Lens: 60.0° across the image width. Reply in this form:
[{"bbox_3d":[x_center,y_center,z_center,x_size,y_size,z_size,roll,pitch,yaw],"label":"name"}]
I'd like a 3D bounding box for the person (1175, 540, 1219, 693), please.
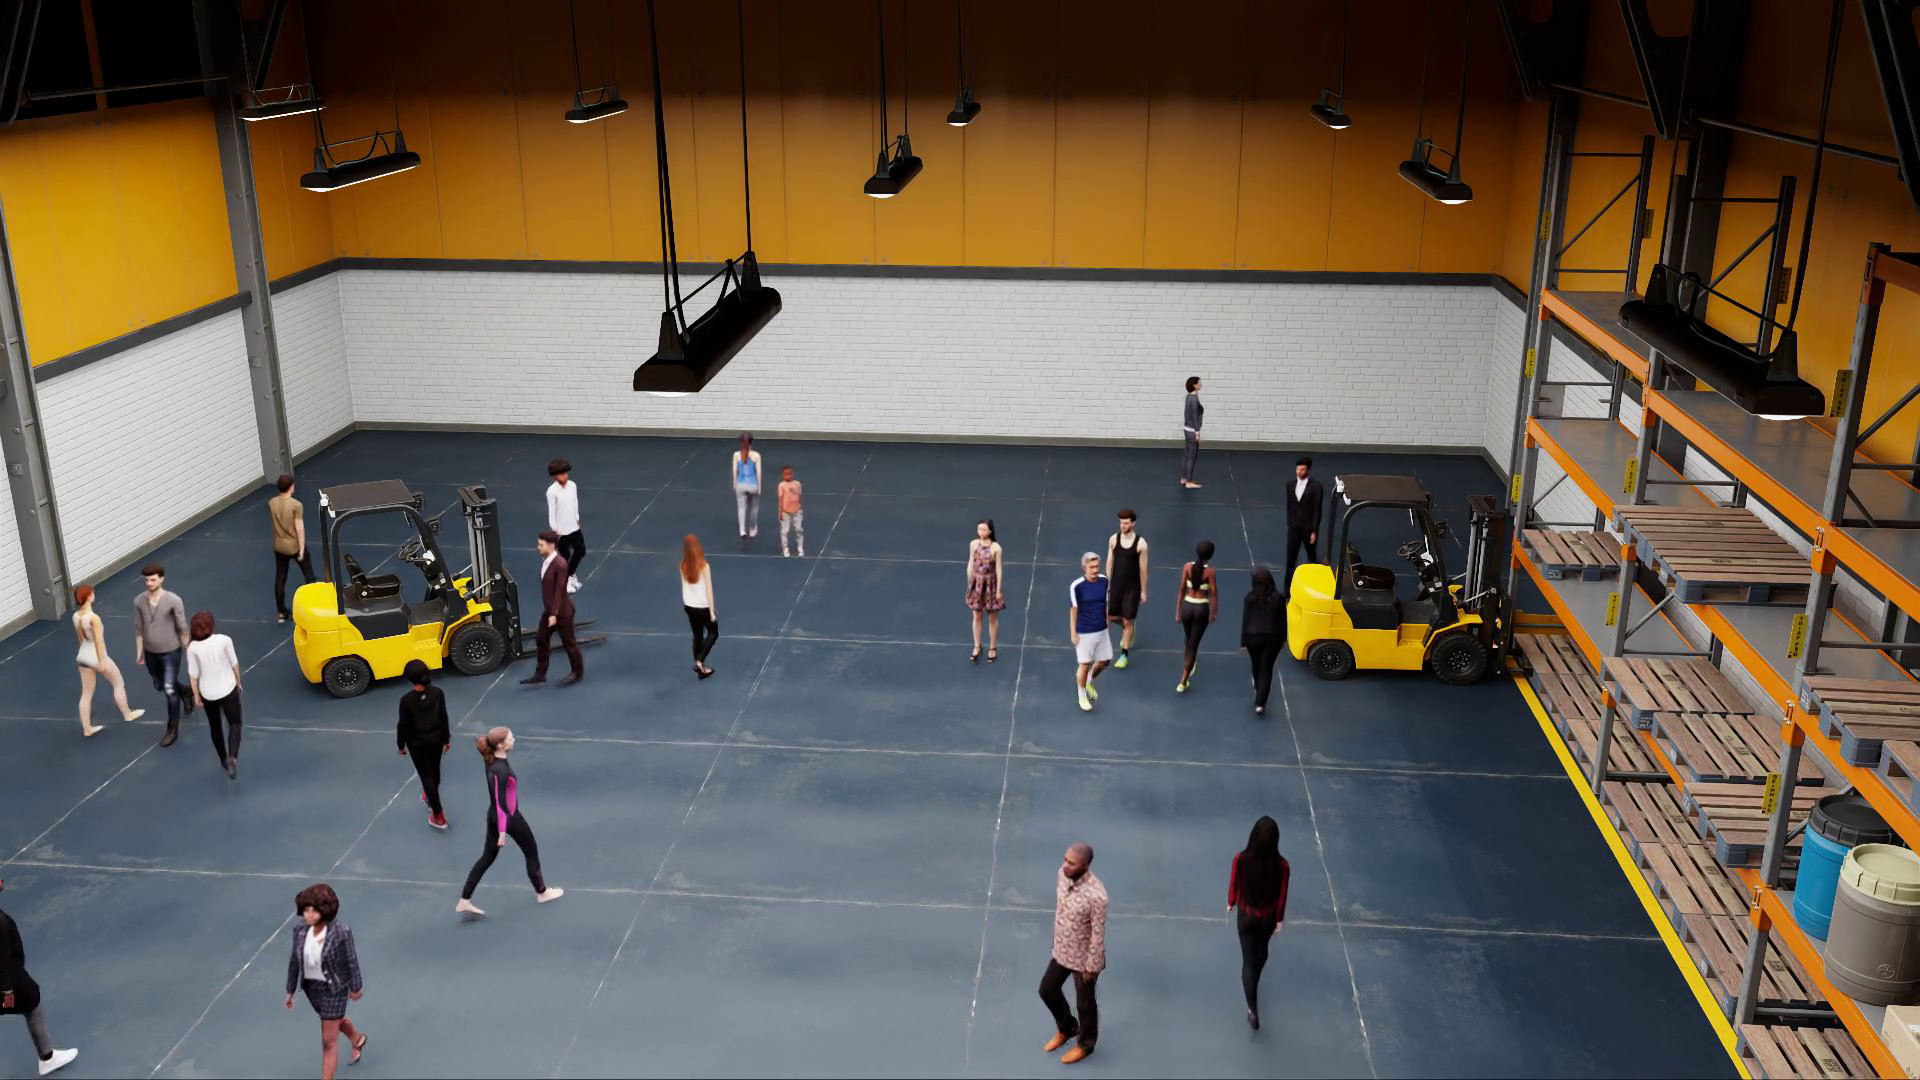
[{"bbox_3d":[2.598,0.879,18.554,0.821,1.722,1.056,8,20,23],"label":"person"}]

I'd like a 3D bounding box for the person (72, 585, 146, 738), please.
[{"bbox_3d":[-9.163,1.300,17.464,0.712,1.619,0.928,7,20,19],"label":"person"}]

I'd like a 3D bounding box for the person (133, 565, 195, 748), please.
[{"bbox_3d":[-8.358,1.144,17.516,0.690,1.882,1.133,1,19,3],"label":"person"}]

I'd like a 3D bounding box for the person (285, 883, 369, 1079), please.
[{"bbox_3d":[-4.465,3.176,11.843,0.745,1.651,1.098,5,19,14],"label":"person"}]

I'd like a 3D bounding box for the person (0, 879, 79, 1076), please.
[{"bbox_3d":[-6.877,3.174,11.735,0.984,1.725,1.254,10,21,28],"label":"person"}]

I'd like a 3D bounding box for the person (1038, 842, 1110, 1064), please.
[{"bbox_3d":[0.924,2.986,12.187,0.888,1.793,0.808,-13,22,-33],"label":"person"}]

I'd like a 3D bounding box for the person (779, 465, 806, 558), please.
[{"bbox_3d":[-2.360,-0.424,23.077,0.566,1.304,0.588,-5,19,-14],"label":"person"}]

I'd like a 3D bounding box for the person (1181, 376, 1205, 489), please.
[{"bbox_3d":[3.653,-1.716,26.188,0.726,1.768,0.541,-3,19,-9],"label":"person"}]

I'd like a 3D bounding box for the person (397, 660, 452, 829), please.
[{"bbox_3d":[-4.975,1.924,15.560,0.956,1.653,1.021,-14,23,-36],"label":"person"}]

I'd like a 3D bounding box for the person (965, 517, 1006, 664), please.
[{"bbox_3d":[0.291,0.582,19.353,0.756,1.774,0.779,8,20,23],"label":"person"}]

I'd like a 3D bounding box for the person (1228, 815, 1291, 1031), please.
[{"bbox_3d":[2.257,2.930,12.636,0.598,1.612,1.038,2,19,6],"label":"person"}]

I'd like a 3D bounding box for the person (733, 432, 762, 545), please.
[{"bbox_3d":[-3.013,-0.712,23.493,0.619,1.585,1.025,0,19,-1],"label":"person"}]

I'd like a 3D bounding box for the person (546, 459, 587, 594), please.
[{"bbox_3d":[-5.185,-0.196,21.627,0.823,1.798,0.729,14,23,35],"label":"person"}]

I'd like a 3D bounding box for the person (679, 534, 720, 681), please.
[{"bbox_3d":[-3.006,0.800,18.822,0.739,1.701,0.777,11,21,29],"label":"person"}]

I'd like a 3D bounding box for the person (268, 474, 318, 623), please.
[{"bbox_3d":[-8.389,0.131,20.635,0.751,1.812,1.153,3,19,10],"label":"person"}]

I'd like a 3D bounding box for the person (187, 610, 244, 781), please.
[{"bbox_3d":[-7.312,1.567,16.432,0.874,1.774,1.079,-7,20,-20],"label":"person"}]

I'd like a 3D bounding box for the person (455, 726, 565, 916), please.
[{"bbox_3d":[-3.947,2.404,14.054,1.100,1.705,1.098,-12,22,-33],"label":"person"}]

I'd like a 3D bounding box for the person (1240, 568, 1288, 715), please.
[{"bbox_3d":[3.296,1.134,18.052,0.671,1.559,1.050,2,19,6],"label":"person"}]

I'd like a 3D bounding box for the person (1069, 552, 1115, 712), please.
[{"bbox_3d":[1.384,0.958,18.159,0.789,1.824,0.830,-9,21,-25],"label":"person"}]

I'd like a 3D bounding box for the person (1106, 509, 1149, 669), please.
[{"bbox_3d":[1.963,0.525,19.362,0.888,1.877,1.035,9,21,26],"label":"person"}]

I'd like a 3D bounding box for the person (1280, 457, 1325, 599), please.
[{"bbox_3d":[4.499,-0.175,21.493,1.124,1.843,1.295,15,24,37],"label":"person"}]

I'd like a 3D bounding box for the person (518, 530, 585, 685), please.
[{"bbox_3d":[-4.440,0.761,18.721,1.082,1.839,1.036,-14,23,-35],"label":"person"}]
